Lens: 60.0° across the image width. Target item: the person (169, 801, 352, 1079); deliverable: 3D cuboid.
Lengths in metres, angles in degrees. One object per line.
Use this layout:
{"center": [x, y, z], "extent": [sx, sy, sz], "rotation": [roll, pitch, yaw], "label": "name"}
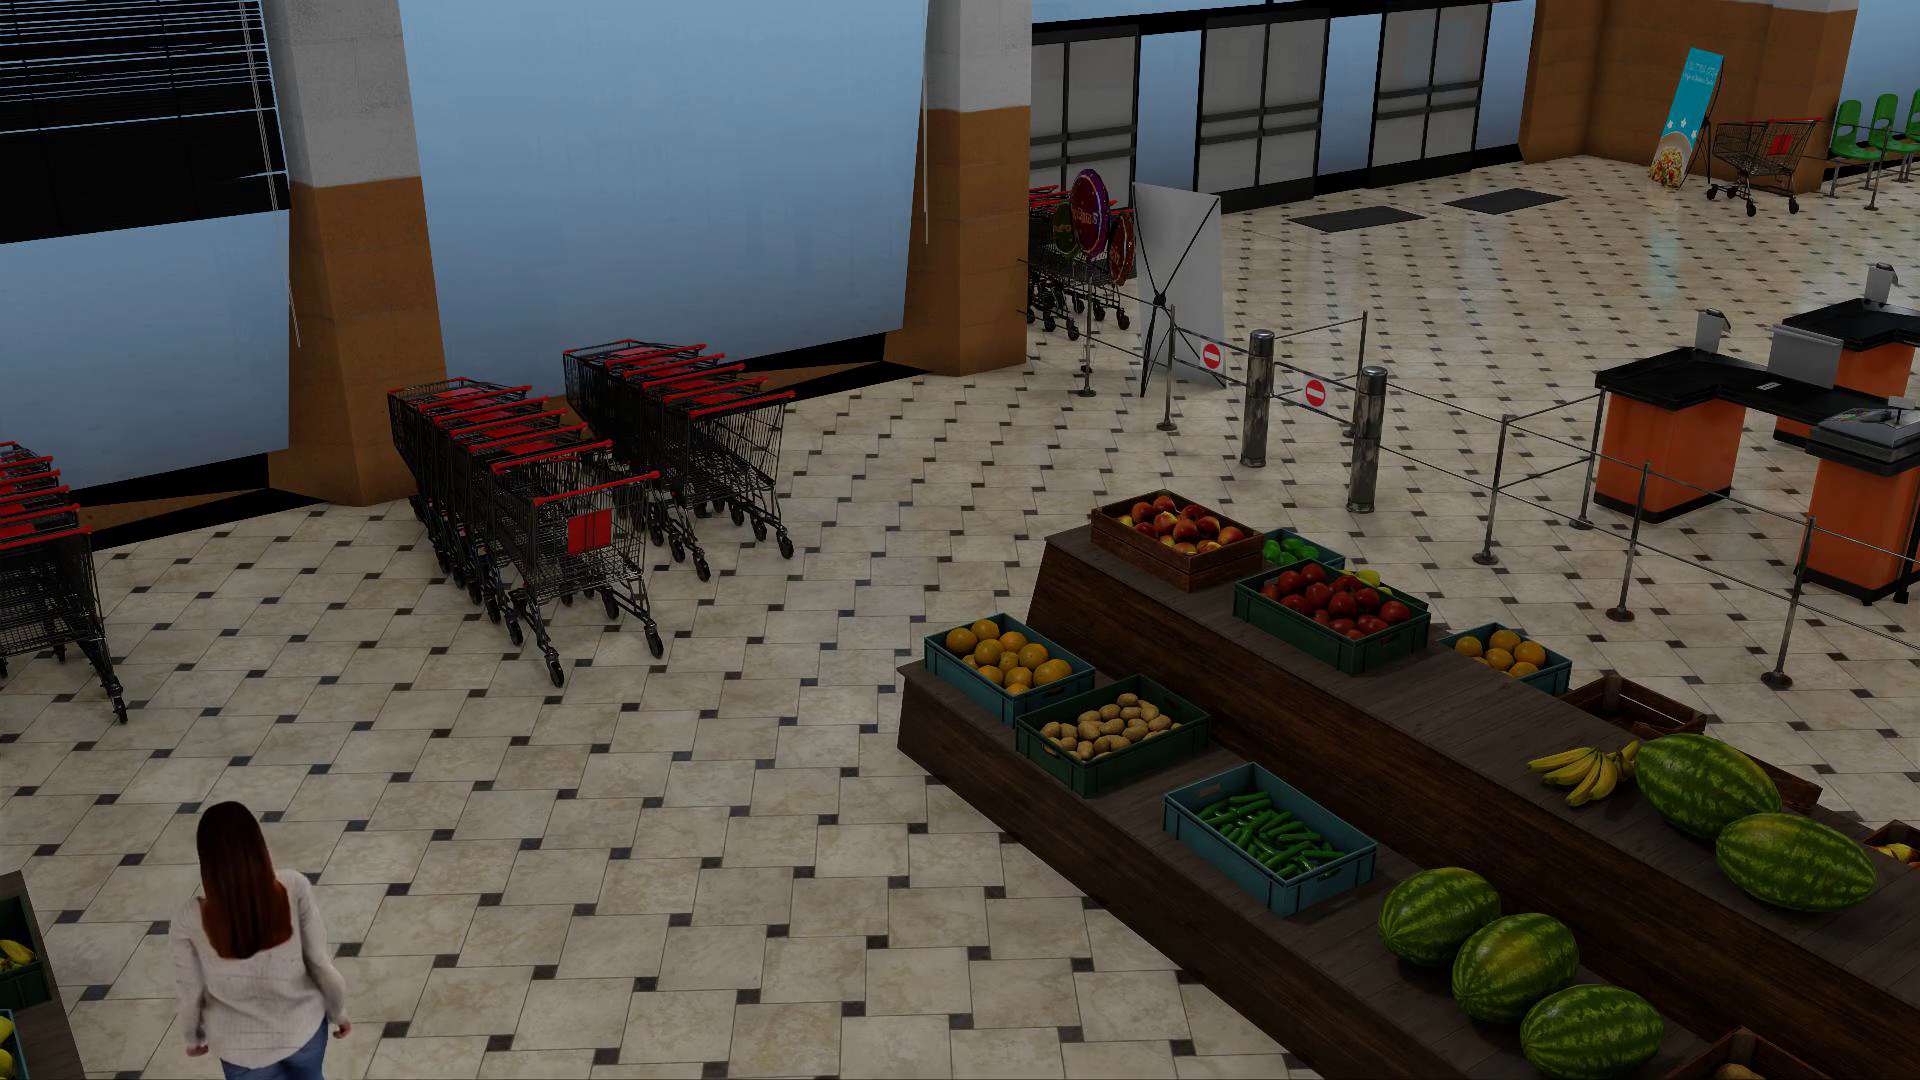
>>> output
{"center": [-2.167, 1.620, 5.299], "extent": [0.632, 1.676, 0.670], "rotation": [-15, 28, -31], "label": "person"}
